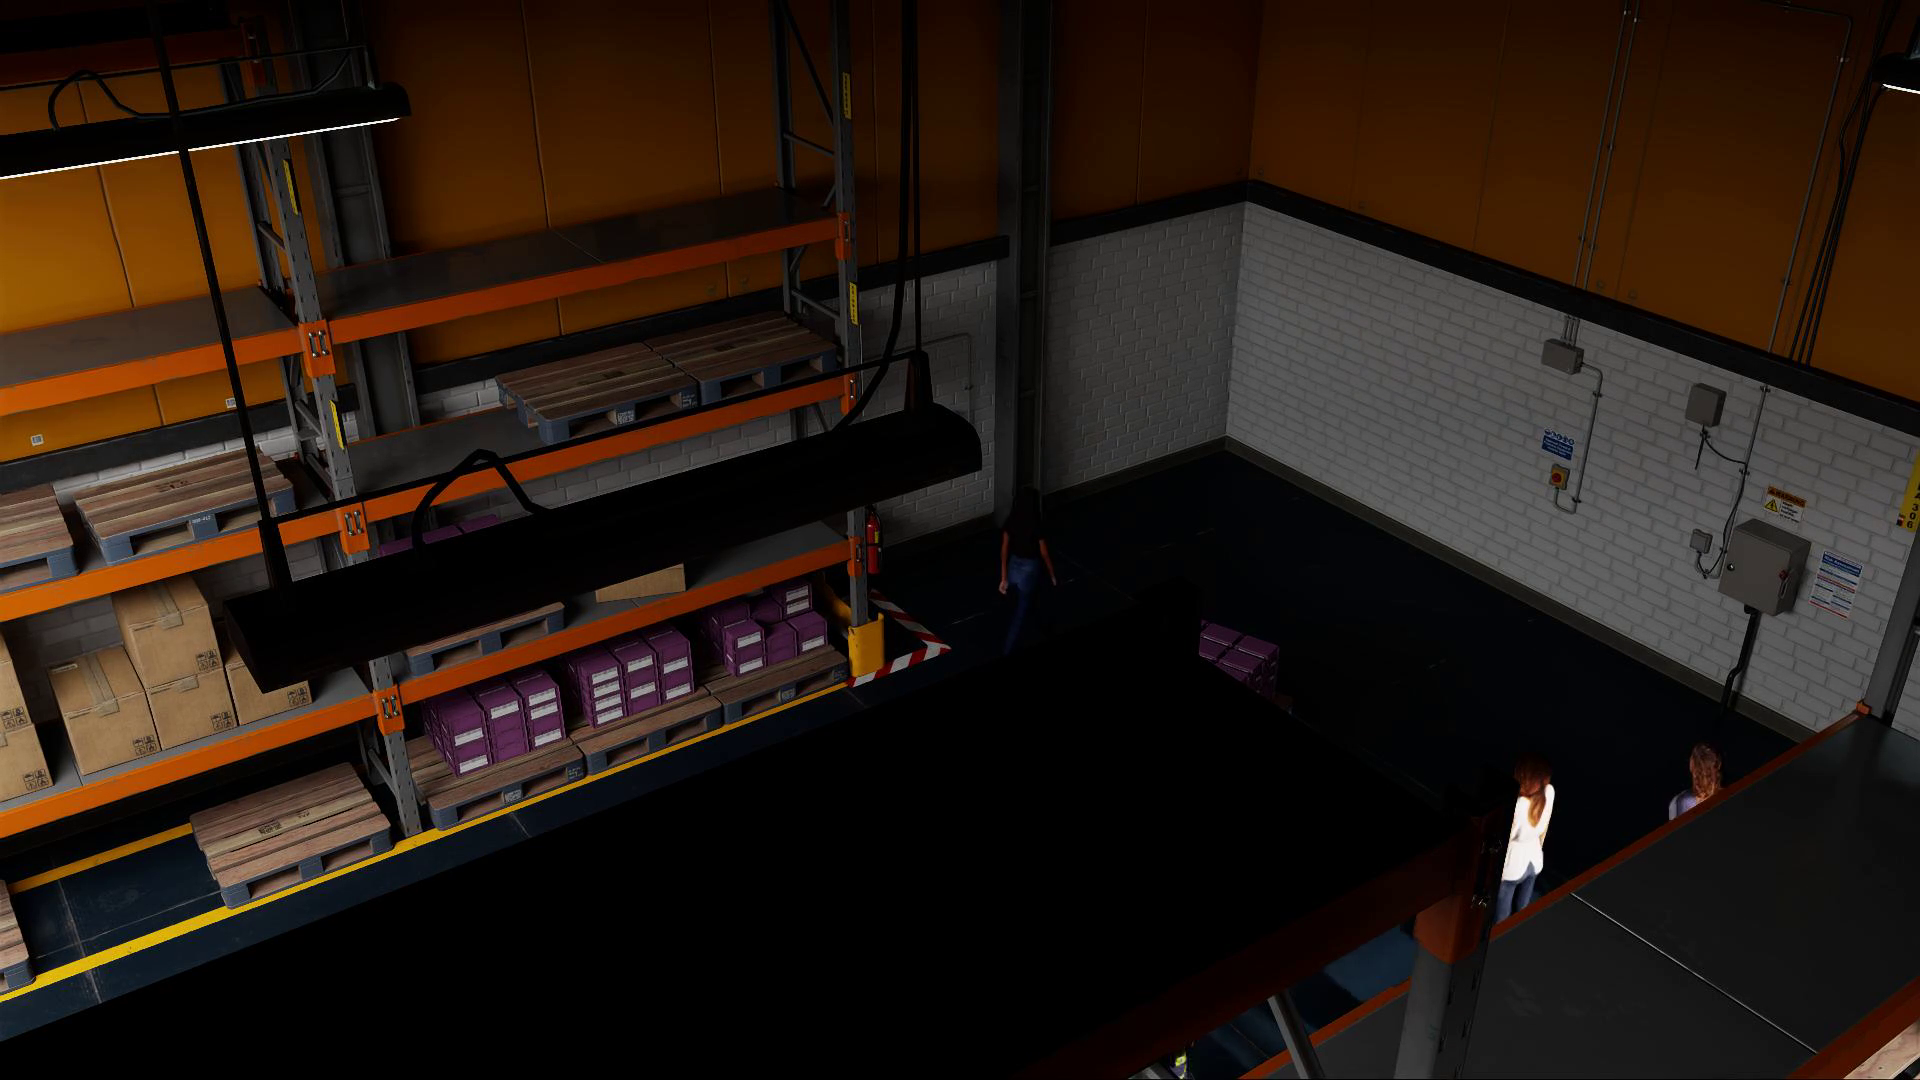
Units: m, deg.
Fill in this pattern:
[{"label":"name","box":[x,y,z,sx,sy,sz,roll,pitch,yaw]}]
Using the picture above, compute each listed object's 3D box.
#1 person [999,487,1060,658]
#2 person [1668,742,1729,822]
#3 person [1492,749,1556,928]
[{"label":"person","box":[0.500,0.415,14.112,0.799,1.685,1.217,20,35,32]},{"label":"person","box":[4.851,2.131,10.946,0.758,1.705,0.726,-12,31,-22]},{"label":"person","box":[3.658,2.129,10.868,0.521,1.783,0.700,-14,31,-23]}]
